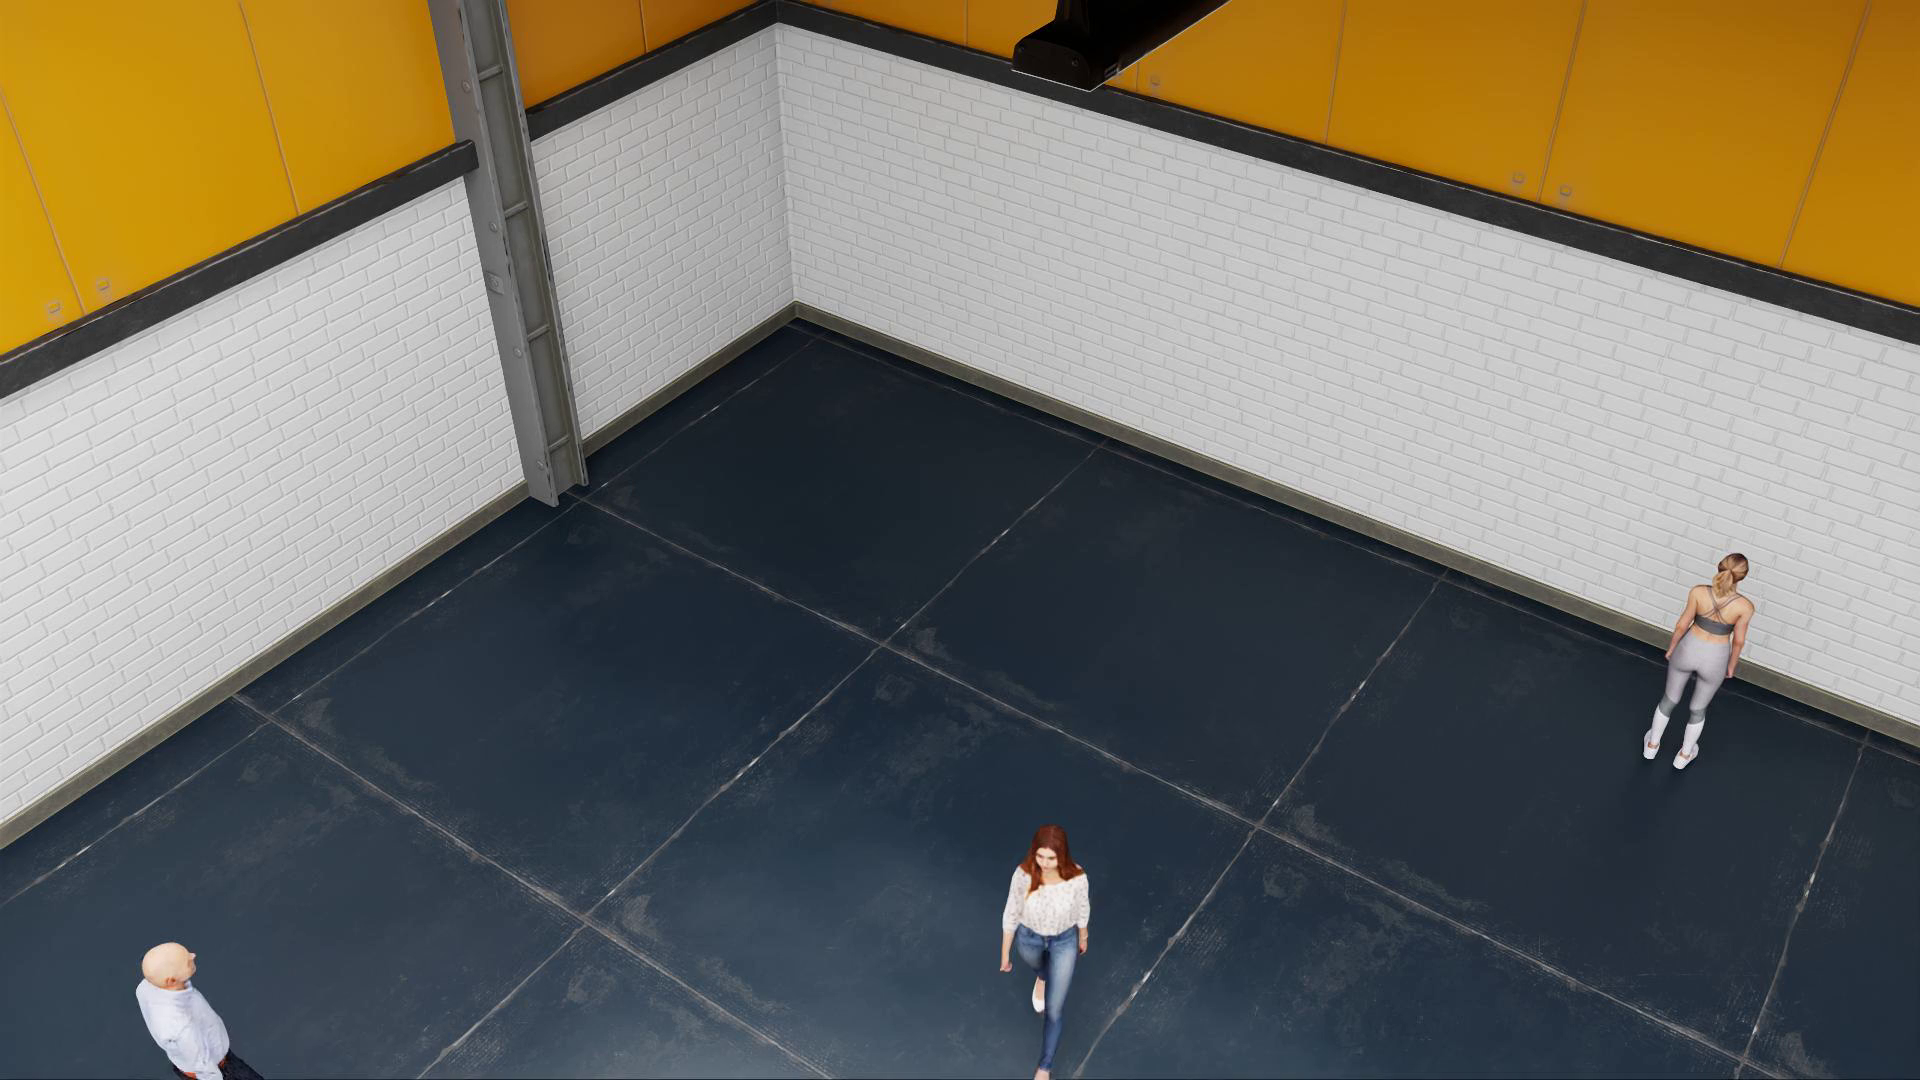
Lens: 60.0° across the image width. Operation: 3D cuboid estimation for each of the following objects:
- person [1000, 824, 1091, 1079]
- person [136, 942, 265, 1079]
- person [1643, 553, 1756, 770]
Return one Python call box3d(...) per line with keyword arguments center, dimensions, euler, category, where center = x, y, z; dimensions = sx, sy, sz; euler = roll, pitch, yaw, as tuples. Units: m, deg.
box3d(center=(0.468, 2.076, 8.931), dimensions=(0.919, 1.682, 1.205), euler=(7, 39, 9), category="person")
box3d(center=(-3.752, 2.637, 8.146), dimensions=(0.712, 1.785, 0.715), euler=(-29, 47, -32), category="person")
box3d(center=(4.701, 0.759, 10.564), dimensions=(0.577, 1.703, 0.545), euler=(21, 43, 24), category="person")
